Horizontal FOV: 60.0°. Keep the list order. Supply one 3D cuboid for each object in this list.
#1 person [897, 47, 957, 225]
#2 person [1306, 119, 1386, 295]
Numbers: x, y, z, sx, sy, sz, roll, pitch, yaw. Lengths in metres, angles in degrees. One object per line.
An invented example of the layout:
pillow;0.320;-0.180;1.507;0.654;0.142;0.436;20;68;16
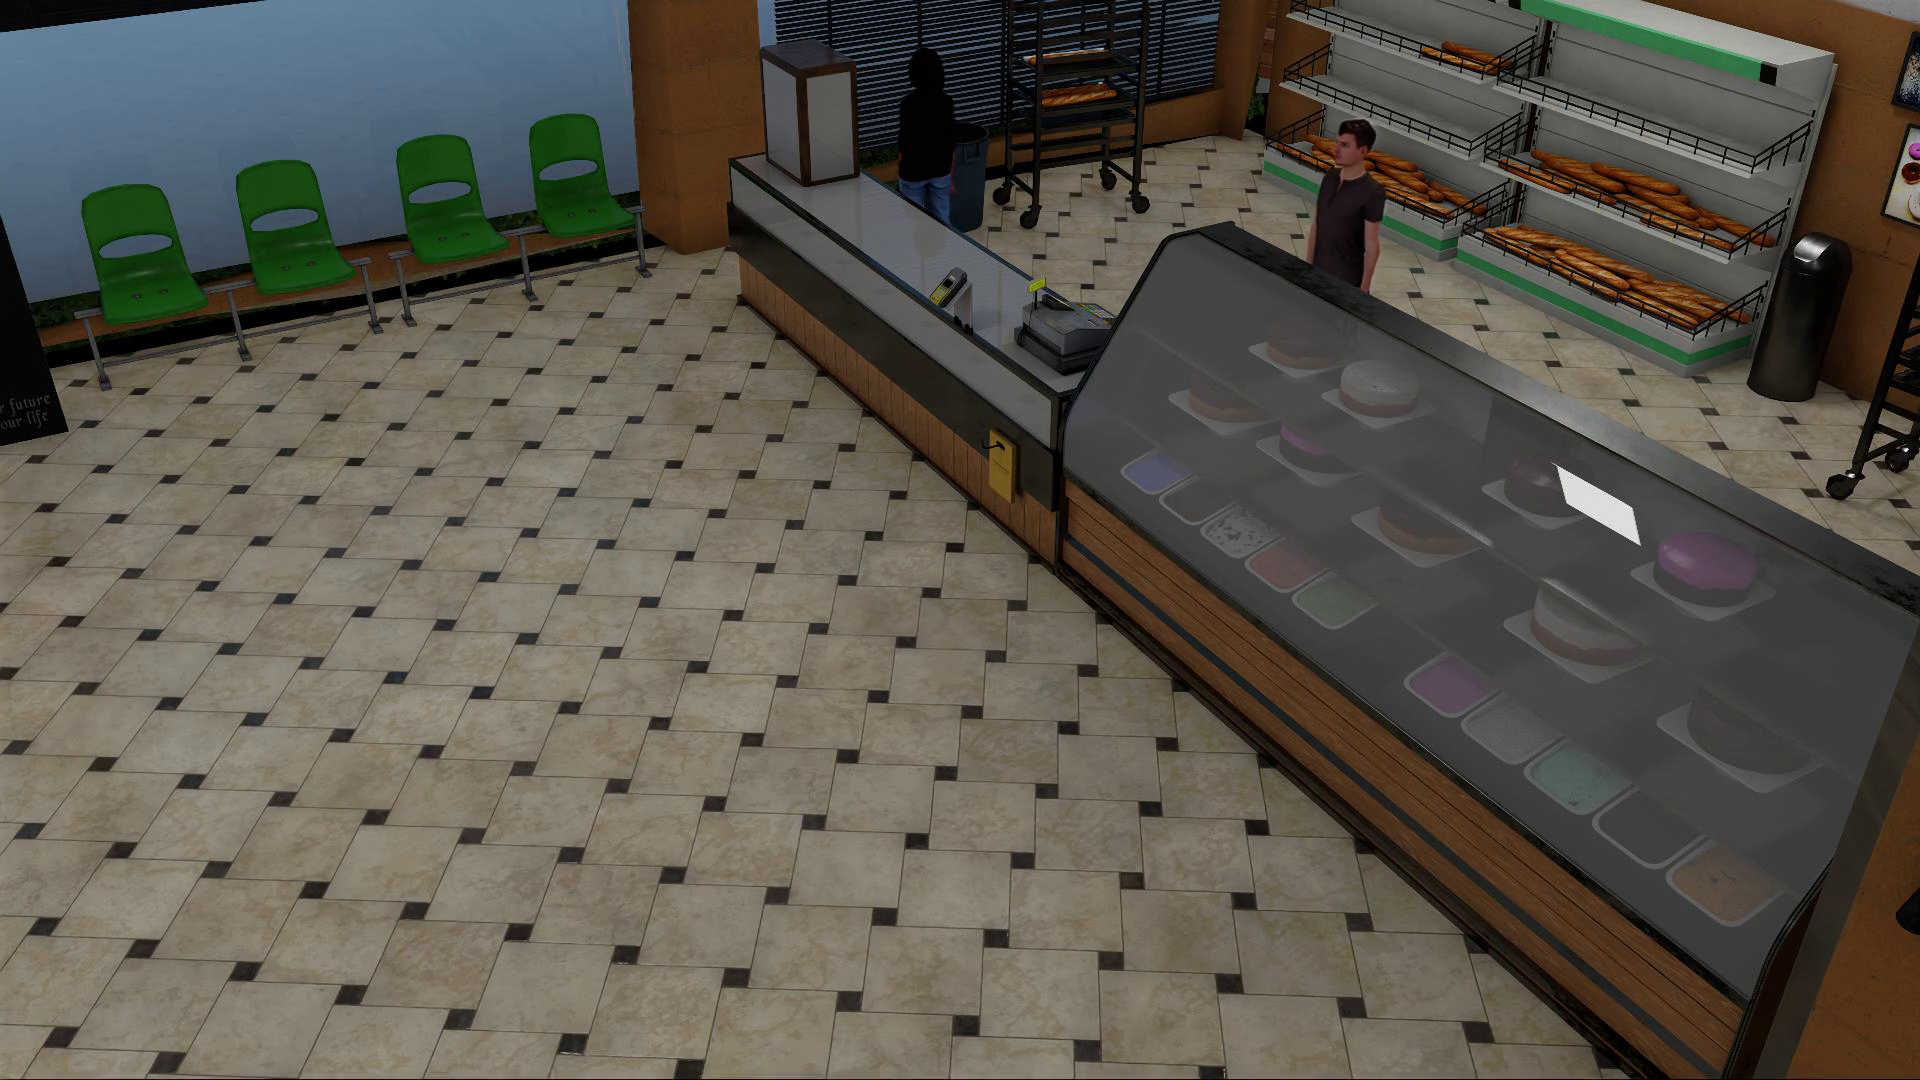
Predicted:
person;-0.226;-2.389;10.979;0.535;1.696;0.650;-9;33;-15
person;2.131;-1.448;9.321;0.515;1.850;0.647;-17;36;-25
